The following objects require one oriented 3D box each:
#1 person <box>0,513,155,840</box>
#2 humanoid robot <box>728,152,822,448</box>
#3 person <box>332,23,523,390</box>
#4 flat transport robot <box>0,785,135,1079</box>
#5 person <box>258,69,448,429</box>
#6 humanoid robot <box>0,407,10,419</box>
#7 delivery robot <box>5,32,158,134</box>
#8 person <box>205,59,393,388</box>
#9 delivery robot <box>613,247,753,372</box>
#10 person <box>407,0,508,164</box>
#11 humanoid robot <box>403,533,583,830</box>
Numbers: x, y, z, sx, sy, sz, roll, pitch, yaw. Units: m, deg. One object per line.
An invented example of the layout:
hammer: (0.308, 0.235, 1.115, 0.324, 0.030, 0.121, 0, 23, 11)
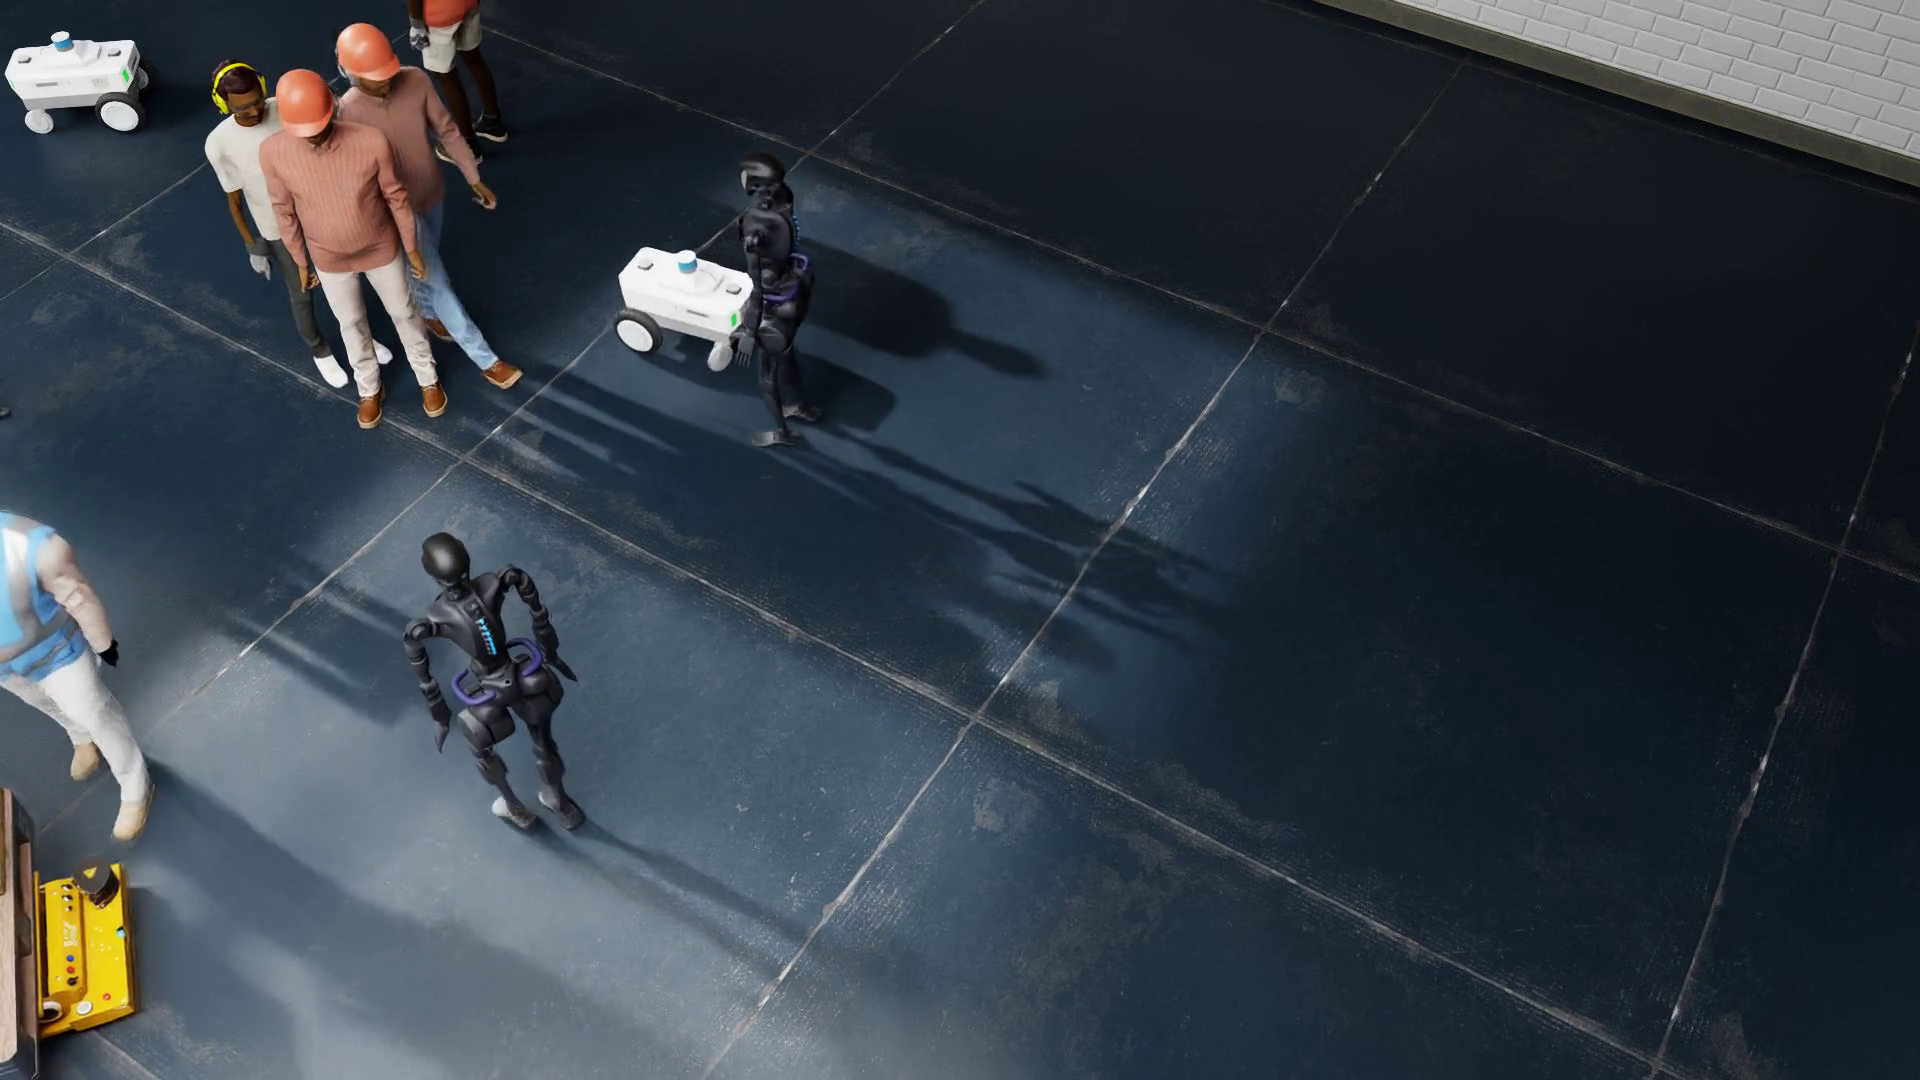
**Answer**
person: (-3.606, 0.428, 6.427, 0.636, 1.834, 0.584, -1, 49, -1)
humanoid robot: (-0.874, -1.122, 7.862, 0.341, 1.651, 0.600, 11, 50, 9)
person: (-2.576, -1.621, 8.114, 1.002, 1.952, 0.622, 26, 54, 21)
flat transport robot: (-3.928, 1.721, 6.311, 1.431, 0.231, 0.659, -17, 51, -14)
person: (-2.857, -1.360, 7.866, 0.608, 1.985, 0.389, -10, 50, -9)
humanoid robot: (-5.279, -1.256, 7.928, 0.928, 1.740, 0.543, 24, 53, 20)
delivery robot: (-5.301, -2.781, 10.069, 0.811, 0.613, 0.499, -6, 49, -5)
person: (-3.239, -1.532, 8.103, 0.345, 1.854, 0.529, 33, 56, 25)
delivery robot: (-1.436, -1.256, 8.737, 0.786, 0.614, 0.505, 17, 51, 14)
person: (-2.909, -3.038, 9.358, 0.388, 1.950, 0.616, 15, 51, 13)
humanoid robot: (-1.750, 0.584, 6.369, 0.591, 1.638, 0.364, -34, 57, -26)
